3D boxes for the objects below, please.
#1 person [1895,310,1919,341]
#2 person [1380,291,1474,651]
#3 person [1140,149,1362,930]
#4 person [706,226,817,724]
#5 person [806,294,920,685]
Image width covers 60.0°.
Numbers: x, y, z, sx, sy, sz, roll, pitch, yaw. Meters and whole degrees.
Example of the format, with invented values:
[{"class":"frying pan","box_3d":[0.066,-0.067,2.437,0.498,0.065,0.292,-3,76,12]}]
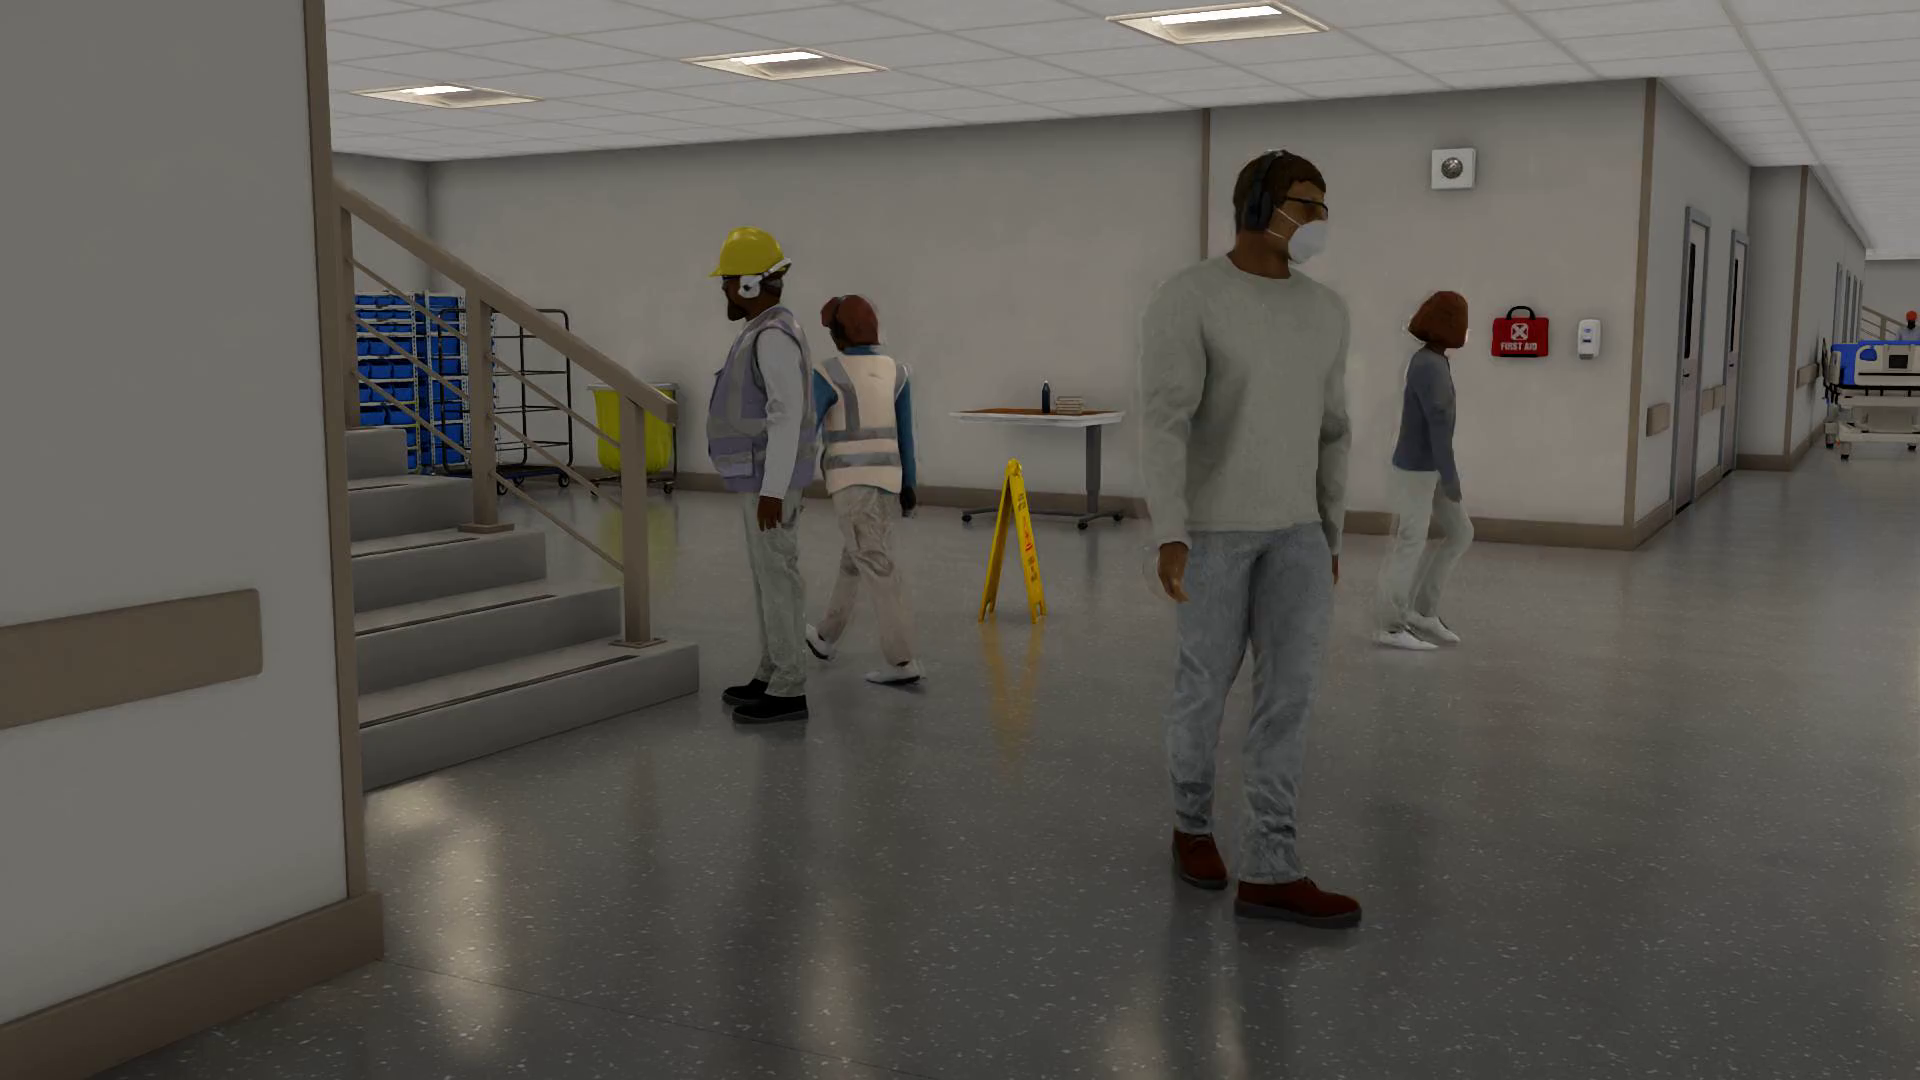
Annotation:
[{"class":"person","box_3d":[19.144,-3.754,33.541,0.573,1.746,0.347,6,10,39]},{"class":"person","box_3d":[2.127,-0.297,7.460,0.471,1.618,0.518,3,8,24]},{"class":"person","box_3d":[0.713,-0.015,4.199,0.698,1.902,0.688,-3,8,-24]},{"class":"person","box_3d":[-0.737,-0.237,6.186,0.403,1.828,0.595,-2,8,-11]},{"class":"person","box_3d":[-0.458,-0.220,6.937,0.540,1.584,0.874,-7,10,-44]}]
